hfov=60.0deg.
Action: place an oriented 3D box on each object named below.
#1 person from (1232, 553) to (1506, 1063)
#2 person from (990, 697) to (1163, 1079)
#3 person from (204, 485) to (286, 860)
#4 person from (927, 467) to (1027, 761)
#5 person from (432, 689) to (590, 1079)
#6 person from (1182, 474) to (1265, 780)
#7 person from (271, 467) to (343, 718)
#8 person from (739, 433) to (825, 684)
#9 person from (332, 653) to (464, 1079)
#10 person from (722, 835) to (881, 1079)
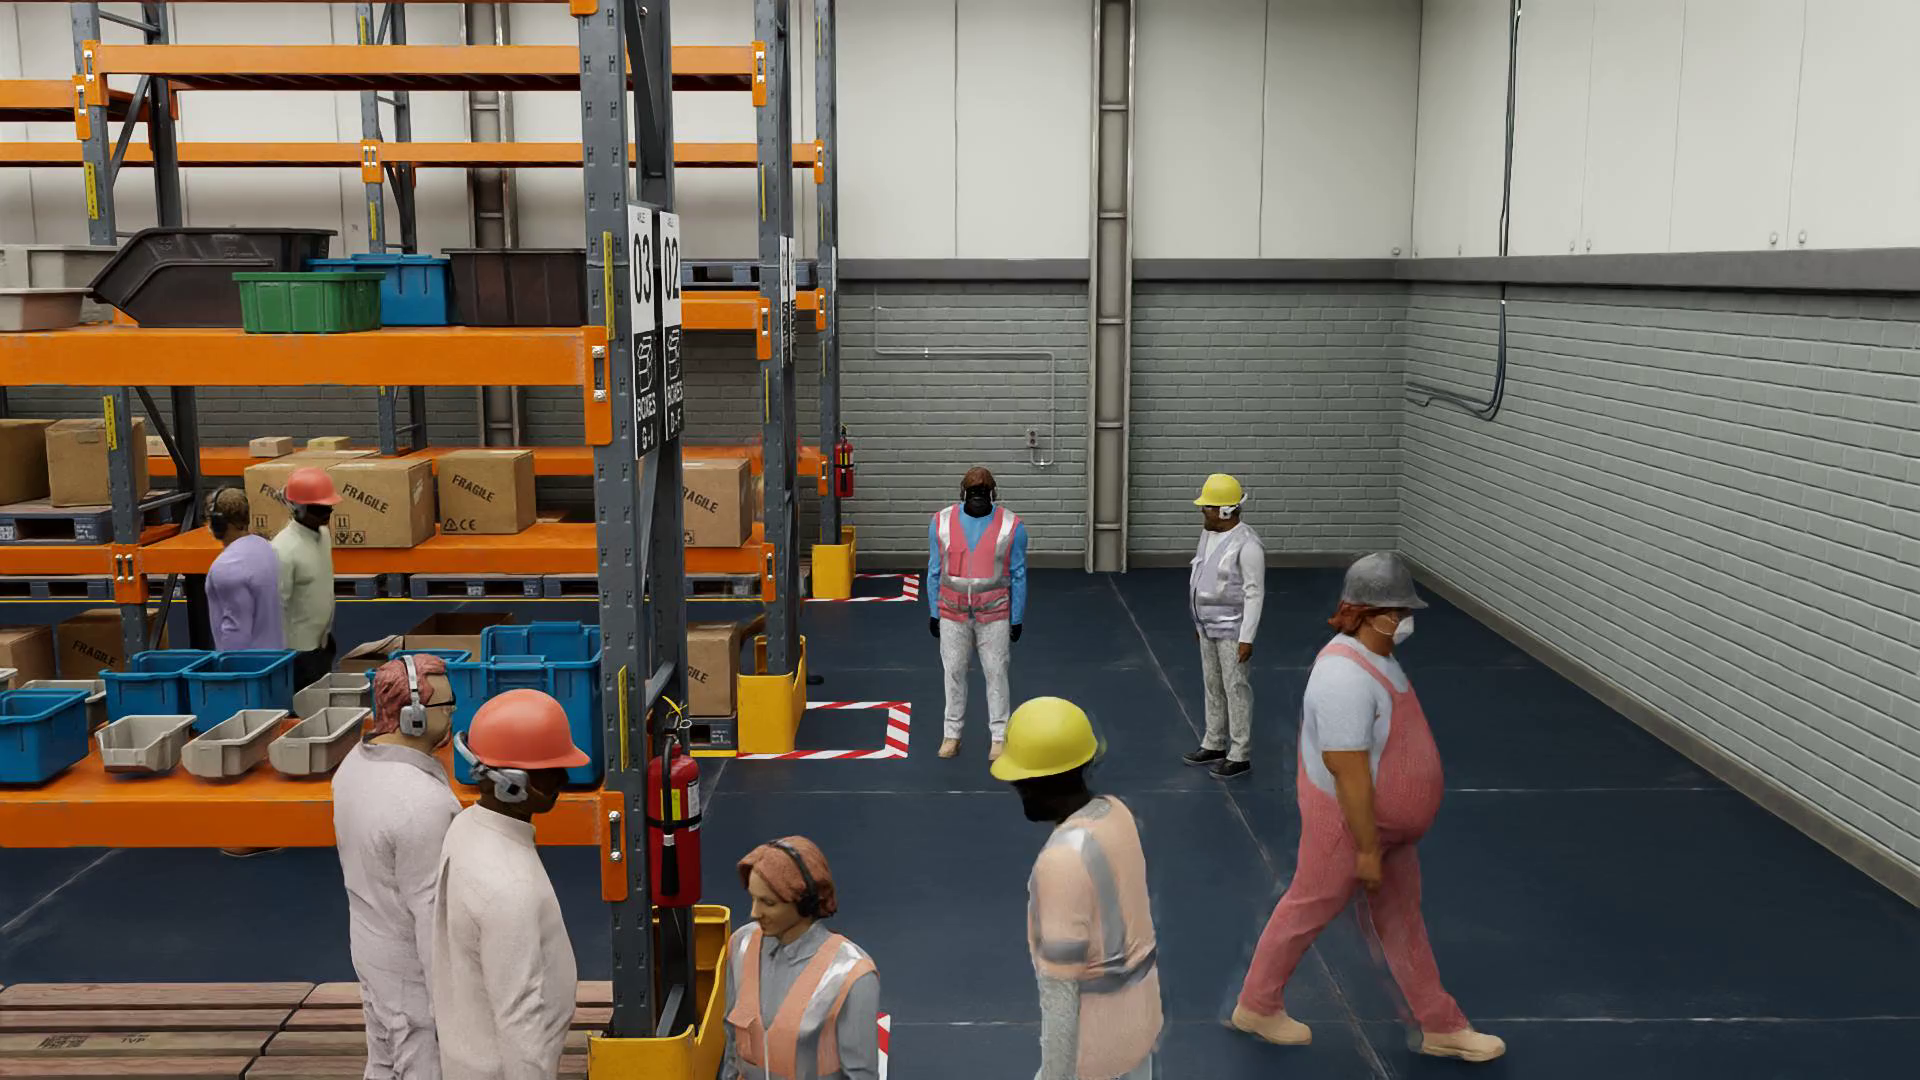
[{"bbox_3d":[1.535,0.993,6.333,1.041,2.000,0.690,4,10,26],"label":"person"},{"bbox_3d":[0.336,1.357,4.589,0.751,1.881,0.702,4,10,21],"label":"person"},{"bbox_3d":[-3.680,0.679,8.588,0.371,1.935,0.629,-1,9,-6],"label":"person"},{"bbox_3d":[0.102,0.455,10.285,0.622,1.837,0.430,2,9,10],"label":"person"},{"bbox_3d":[-1.142,1.354,4.318,0.407,1.981,0.626,-4,10,-24],"label":"person"},{"bbox_3d":[1.570,0.511,9.942,0.403,1.827,0.596,-4,10,-21],"label":"person"},{"bbox_3d":[-3.723,0.559,9.257,0.708,1.963,0.640,0,9,0],"label":"person"},{"bbox_3d":[-1.378,0.125,12.074,0.693,1.918,0.546,2,9,10],"label":"person"},{"bbox_3d":[-1.615,1.277,5.007,0.401,1.906,0.651,-7,12,-37],"label":"person"},{"bbox_3d":[-0.400,1.539,4.250,0.526,1.632,0.312,7,12,38],"label":"person"}]
